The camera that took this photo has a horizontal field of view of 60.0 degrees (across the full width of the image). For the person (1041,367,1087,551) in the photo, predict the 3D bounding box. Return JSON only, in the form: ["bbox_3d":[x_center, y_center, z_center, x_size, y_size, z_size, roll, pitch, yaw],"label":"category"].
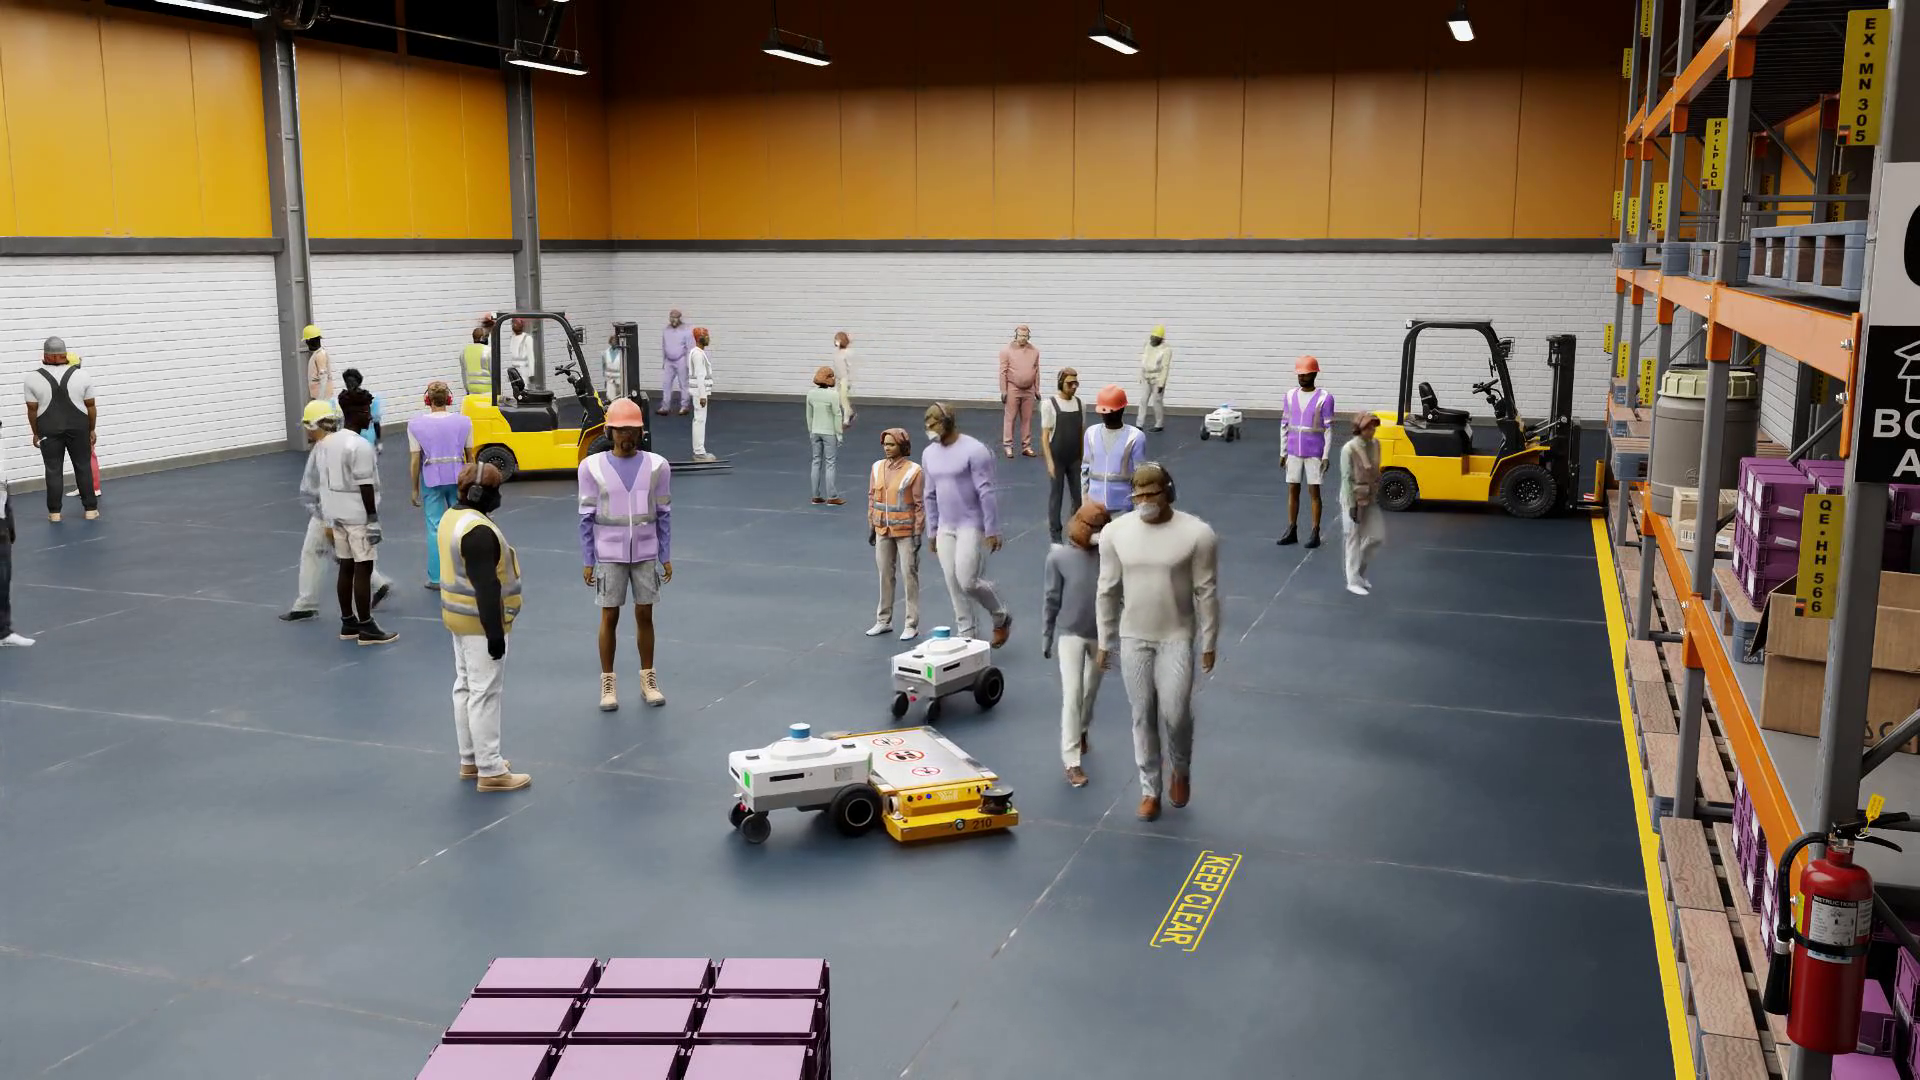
[{"bbox_3d":[1.043,-0.781,16.386,0.524,1.841,0.376,-5,11,-25],"label":"person"}]

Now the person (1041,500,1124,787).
[{"bbox_3d":[0.718,0.548,9.613,0.491,1.595,0.831,-2,10,-13],"label":"person"}]

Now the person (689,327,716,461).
[{"bbox_3d":[-3.649,-2.059,23.455,0.342,1.883,0.587,-2,10,-12],"label":"person"}]

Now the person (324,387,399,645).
[{"bbox_3d":[-4.600,-0.185,12.683,0.374,1.962,0.608,-9,14,-43],"label":"person"}]

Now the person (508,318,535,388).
[{"bbox_3d":[-7.316,-2.806,27.720,0.576,1.872,0.431,9,13,41],"label":"person"}]

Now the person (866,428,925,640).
[{"bbox_3d":[-0.490,-0.051,12.832,0.513,1.641,0.309,6,12,32],"label":"person"}]

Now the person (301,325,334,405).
[{"bbox_3d":[-8.951,-2.036,23.231,0.379,1.918,0.585,-4,11,-23],"label":"person"}]

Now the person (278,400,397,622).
[{"bbox_3d":[-5.093,-0.244,13.510,0.859,1.797,0.598,-2,10,-11],"label":"person"}]

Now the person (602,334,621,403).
[{"bbox_3d":[-5.625,-2.612,27.393,0.524,1.590,0.821,2,10,9],"label":"person"}]

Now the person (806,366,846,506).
[{"bbox_3d":[-1.568,-1.216,19.417,0.504,1.633,0.279,7,12,35],"label":"person"}]

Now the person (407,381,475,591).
[{"bbox_3d":[-4.540,-0.472,14.624,0.565,1.846,0.390,-6,12,-30],"label":"person"}]

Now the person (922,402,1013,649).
[{"bbox_3d":[0.027,-0.069,12.215,0.685,1.896,0.573,10,14,44],"label":"person"}]

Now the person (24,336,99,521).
[{"bbox_3d":[-9.898,-1.231,18.352,0.684,2.000,0.538,-6,11,-29],"label":"person"}]

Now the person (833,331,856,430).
[{"bbox_3d":[-1.907,-2.625,27.380,0.405,1.616,0.520,-7,12,-36],"label":"person"}]

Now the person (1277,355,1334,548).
[{"bbox_3d":[3.463,-0.889,16.714,0.551,1.936,0.356,7,12,34],"label":"person"}]

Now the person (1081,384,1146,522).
[{"bbox_3d":[1.213,-0.288,13.362,0.543,1.928,0.374,5,11,24],"label":"person"}]

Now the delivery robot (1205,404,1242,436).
[{"bbox_3d":[4.107,-1.873,25.890,0.477,0.478,0.707,7,12,33],"label":"delivery robot"}]

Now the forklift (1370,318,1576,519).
[{"bbox_3d":[5.787,-1.437,19.079,2.313,2.155,1.214,3,11,19],"label":"forklift"}]

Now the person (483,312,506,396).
[{"bbox_3d":[-7.294,-2.526,25.807,0.634,1.978,0.794,8,13,38],"label":"person"}]

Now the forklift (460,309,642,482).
[{"bbox_3d":[-5.354,-1.902,21.697,2.313,2.155,1.214,-2,10,-13],"label":"forklift"}]

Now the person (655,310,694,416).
[{"bbox_3d":[-5.069,-3.128,29.465,0.677,1.879,0.785,4,11,20],"label":"person"}]

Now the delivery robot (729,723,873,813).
[{"bbox_3d":[-0.825,1.195,8.612,0.707,0.478,0.477,-4,11,-22],"label":"delivery robot"}]

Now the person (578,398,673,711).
[{"bbox_3d":[-2.176,0.090,10.893,0.608,2.048,0.365,-4,11,-22],"label":"person"}]

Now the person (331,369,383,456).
[{"bbox_3d":[-6.712,-1.055,18.412,0.552,1.654,0.834,-1,10,-4],"label":"person"}]

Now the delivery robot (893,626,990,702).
[{"bbox_3d":[-0.115,0.806,10.801,0.477,0.478,0.707,7,13,36],"label":"delivery robot"}]

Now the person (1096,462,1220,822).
[{"bbox_3d":[1.025,0.538,8.748,0.641,1.920,0.430,4,11,19],"label":"person"}]

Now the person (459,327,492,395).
[{"bbox_3d":[-6.950,-2.173,24.239,0.619,1.838,0.430,4,11,21],"label":"person"}]

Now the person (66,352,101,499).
[{"bbox_3d":[-10.582,-1.378,19.955,0.523,1.769,0.317,8,13,37],"label":"person"}]

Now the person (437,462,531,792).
[{"bbox_3d":[-2.667,0.479,9.305,0.430,1.838,0.620,-6,12,-32],"label":"person"}]

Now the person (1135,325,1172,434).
[{"bbox_3d":[3.040,-2.543,26.507,0.658,1.768,0.856,8,13,37],"label":"person"}]

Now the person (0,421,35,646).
[{"bbox_3d":[-7.317,-0.118,12.450,0.483,1.907,0.611,0,10,-2],"label":"person"}]

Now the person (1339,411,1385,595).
[{"bbox_3d":[3.474,-0.316,14.383,0.538,1.621,0.367,-7,12,-35],"label":"person"}]

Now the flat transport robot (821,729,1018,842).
[{"bbox_3d":[-0.264,1.294,9.114,0.652,0.197,1.431,-4,11,-22],"label":"flat transport robot"}]

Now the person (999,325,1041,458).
[{"bbox_3d":[0.872,-2.123,23.775,0.639,1.901,0.406,-4,11,-23],"label":"person"}]
